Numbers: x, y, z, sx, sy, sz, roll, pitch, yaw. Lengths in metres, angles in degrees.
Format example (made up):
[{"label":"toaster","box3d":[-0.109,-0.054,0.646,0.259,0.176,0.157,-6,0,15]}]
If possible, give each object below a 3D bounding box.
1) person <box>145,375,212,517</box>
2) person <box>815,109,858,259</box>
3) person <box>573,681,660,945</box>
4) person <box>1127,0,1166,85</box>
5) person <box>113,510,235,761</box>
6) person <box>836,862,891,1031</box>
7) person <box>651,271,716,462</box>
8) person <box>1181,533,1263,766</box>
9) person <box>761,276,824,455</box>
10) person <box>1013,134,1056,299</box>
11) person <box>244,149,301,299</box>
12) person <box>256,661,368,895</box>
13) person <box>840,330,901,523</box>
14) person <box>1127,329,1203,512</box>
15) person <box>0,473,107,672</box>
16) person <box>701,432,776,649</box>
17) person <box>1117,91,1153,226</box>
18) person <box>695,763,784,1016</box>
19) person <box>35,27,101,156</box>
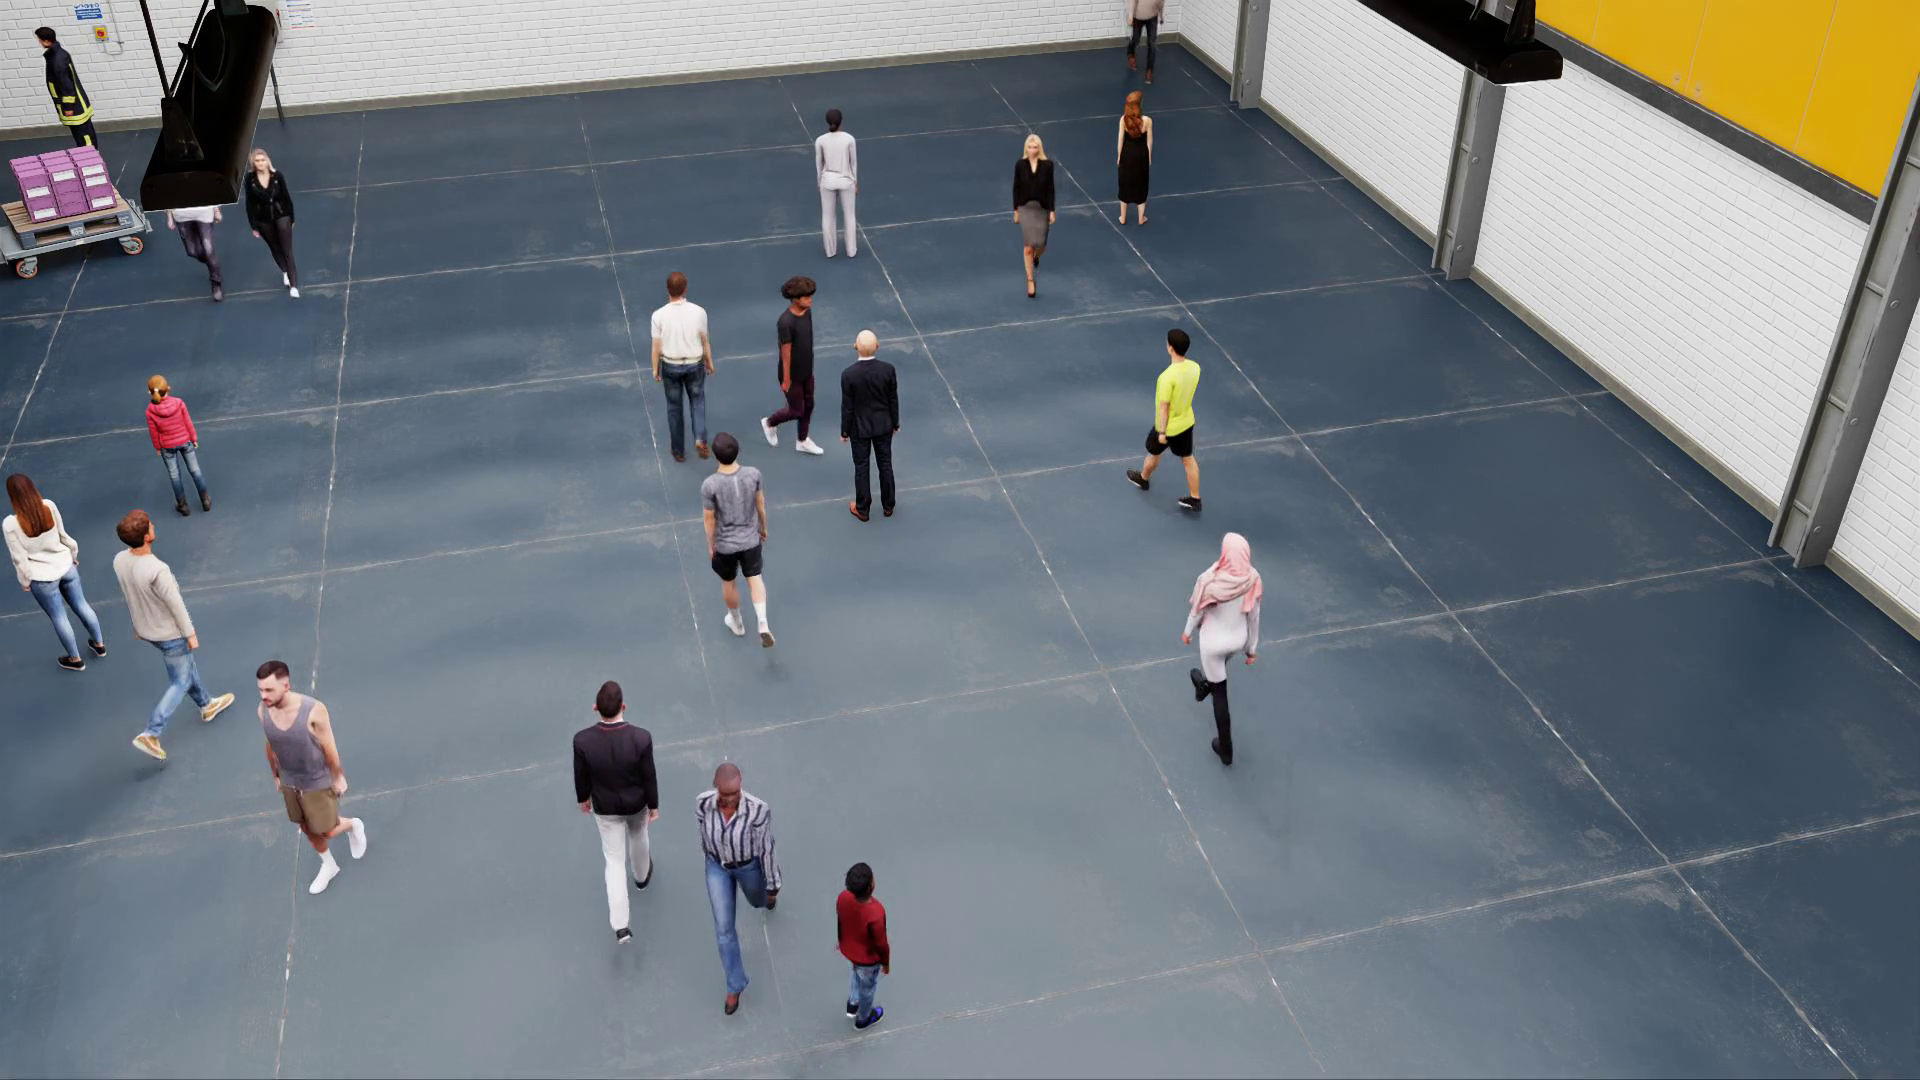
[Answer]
[{"label":"person","box3d":[-6.870,-0.836,14.579,0.552,1.314,0.548,-18,37,-24]},{"label":"person","box3d":[-1.402,-4.093,19.102,0.674,1.733,0.632,1,34,1]},{"label":"person","box3d":[-2.115,1.705,10.311,0.786,1.807,1.200,-4,34,-6]},{"label":"person","box3d":[2.704,-7.703,24.449,0.826,1.827,1.237,-5,34,-7]},{"label":"person","box3d":[-5.698,0.686,11.776,1.140,1.882,1.218,16,37,23]},{"label":"person","box3d":[-0.615,2.430,9.731,0.572,1.243,0.658,26,42,34]},{"label":"person","box3d":[-2.491,-1.519,15.141,0.707,1.830,0.835,-11,35,-16]},{"label":"person","box3d":[1.881,0.806,11.707,0.648,1.761,1.140,-10,35,-14]},{"label":"person","box3d":[-1.575,-1.604,15.334,0.975,1.759,0.924,17,37,24]},{"label":"person","box3d":[0.818,-3.578,18.242,0.803,1.828,0.972,3,34,4]},{"label":"person","box3d":[-7.570,-3.513,18.312,0.653,1.641,1.116,-10,35,-15]},{"label":"person","box3d":[-4.170,1.462,10.735,0.803,1.833,0.903,6,34,8]},{"label":"person","box3d":[-0.774,-0.985,14.366,0.686,1.800,0.574,-10,35,-15]},{"label":"person","box3d":[1.936,-1.005,14.517,0.918,1.666,1.196,-22,40,-30]},{"label":"person","box3d":[-6.901,0.237,12.625,0.754,1.691,0.706,20,38,27]},{"label":"person","box3d":[-1.684,0.041,12.775,0.755,1.851,0.988,-14,36,-20]},{"label":"person","box3d":[2.082,-4.569,19.914,0.653,1.626,0.681,5,34,8]},{"label":"person","box3d":[-1.322,1.938,10.010,0.947,1.754,1.248,3,34,5]},{"label":"person","box3d":[-11.322,-5.598,21.196,0.876,1.922,0.652,-13,36,-19]}]
